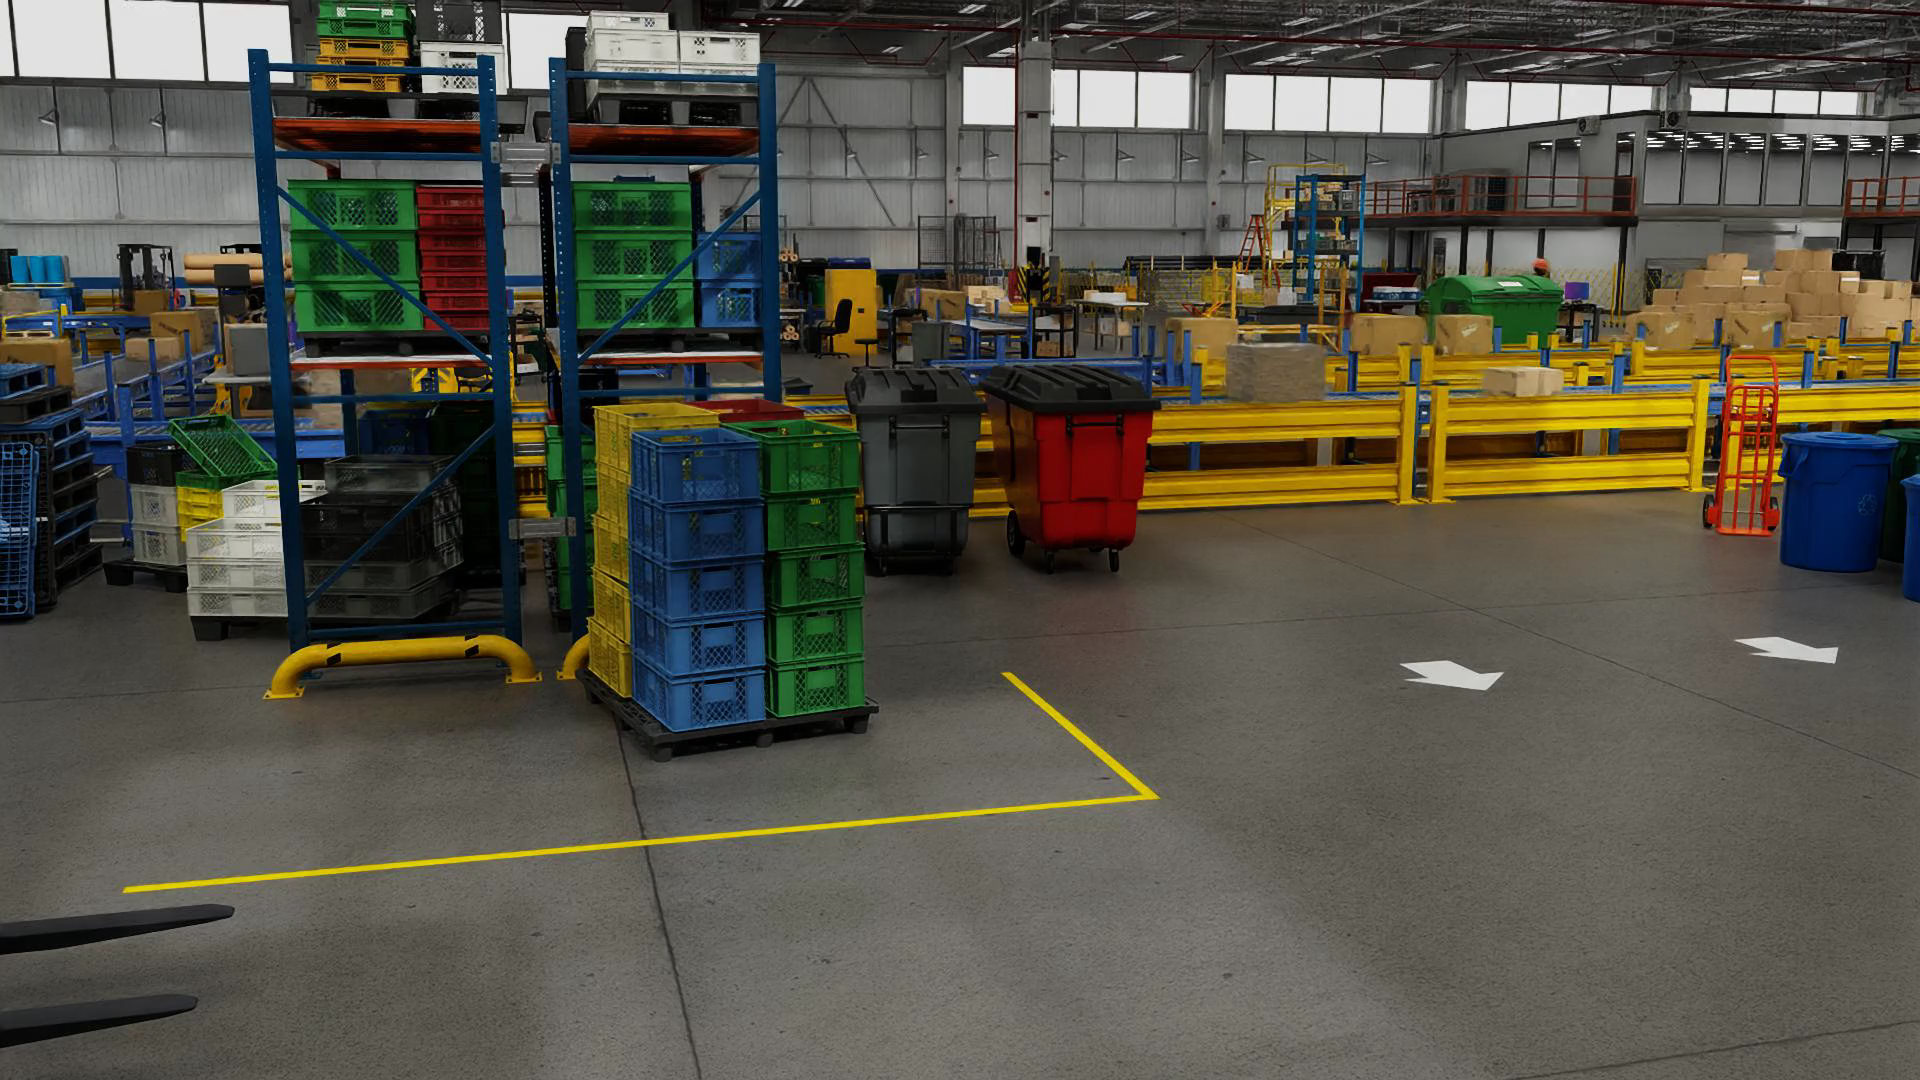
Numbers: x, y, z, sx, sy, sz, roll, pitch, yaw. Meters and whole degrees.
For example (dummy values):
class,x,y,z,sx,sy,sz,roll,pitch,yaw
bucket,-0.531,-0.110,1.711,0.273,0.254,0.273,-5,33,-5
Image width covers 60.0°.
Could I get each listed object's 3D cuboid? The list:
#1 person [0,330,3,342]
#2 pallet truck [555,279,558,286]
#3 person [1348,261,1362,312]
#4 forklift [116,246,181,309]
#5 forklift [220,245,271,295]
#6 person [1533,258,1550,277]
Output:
class,x,y,z,sx,sy,sz,roll,pitch,yaw
person,-19.922,-4.744,34.055,0.532,1.737,0.799,0,10,1
pallet truck,-10.604,-6.375,44.520,0.653,1.274,1.630,-3,10,-15
person,11.349,-7.189,48.014,0.491,1.695,0.884,-3,10,-14
forklift,-19.966,-6.232,40.894,1.157,1.987,2.680,-3,10,-15
forklift,-17.749,-6.334,41.440,1.157,1.987,2.680,-3,10,-17
person,10.339,-4.147,30.180,0.630,1.912,0.575,5,11,25
